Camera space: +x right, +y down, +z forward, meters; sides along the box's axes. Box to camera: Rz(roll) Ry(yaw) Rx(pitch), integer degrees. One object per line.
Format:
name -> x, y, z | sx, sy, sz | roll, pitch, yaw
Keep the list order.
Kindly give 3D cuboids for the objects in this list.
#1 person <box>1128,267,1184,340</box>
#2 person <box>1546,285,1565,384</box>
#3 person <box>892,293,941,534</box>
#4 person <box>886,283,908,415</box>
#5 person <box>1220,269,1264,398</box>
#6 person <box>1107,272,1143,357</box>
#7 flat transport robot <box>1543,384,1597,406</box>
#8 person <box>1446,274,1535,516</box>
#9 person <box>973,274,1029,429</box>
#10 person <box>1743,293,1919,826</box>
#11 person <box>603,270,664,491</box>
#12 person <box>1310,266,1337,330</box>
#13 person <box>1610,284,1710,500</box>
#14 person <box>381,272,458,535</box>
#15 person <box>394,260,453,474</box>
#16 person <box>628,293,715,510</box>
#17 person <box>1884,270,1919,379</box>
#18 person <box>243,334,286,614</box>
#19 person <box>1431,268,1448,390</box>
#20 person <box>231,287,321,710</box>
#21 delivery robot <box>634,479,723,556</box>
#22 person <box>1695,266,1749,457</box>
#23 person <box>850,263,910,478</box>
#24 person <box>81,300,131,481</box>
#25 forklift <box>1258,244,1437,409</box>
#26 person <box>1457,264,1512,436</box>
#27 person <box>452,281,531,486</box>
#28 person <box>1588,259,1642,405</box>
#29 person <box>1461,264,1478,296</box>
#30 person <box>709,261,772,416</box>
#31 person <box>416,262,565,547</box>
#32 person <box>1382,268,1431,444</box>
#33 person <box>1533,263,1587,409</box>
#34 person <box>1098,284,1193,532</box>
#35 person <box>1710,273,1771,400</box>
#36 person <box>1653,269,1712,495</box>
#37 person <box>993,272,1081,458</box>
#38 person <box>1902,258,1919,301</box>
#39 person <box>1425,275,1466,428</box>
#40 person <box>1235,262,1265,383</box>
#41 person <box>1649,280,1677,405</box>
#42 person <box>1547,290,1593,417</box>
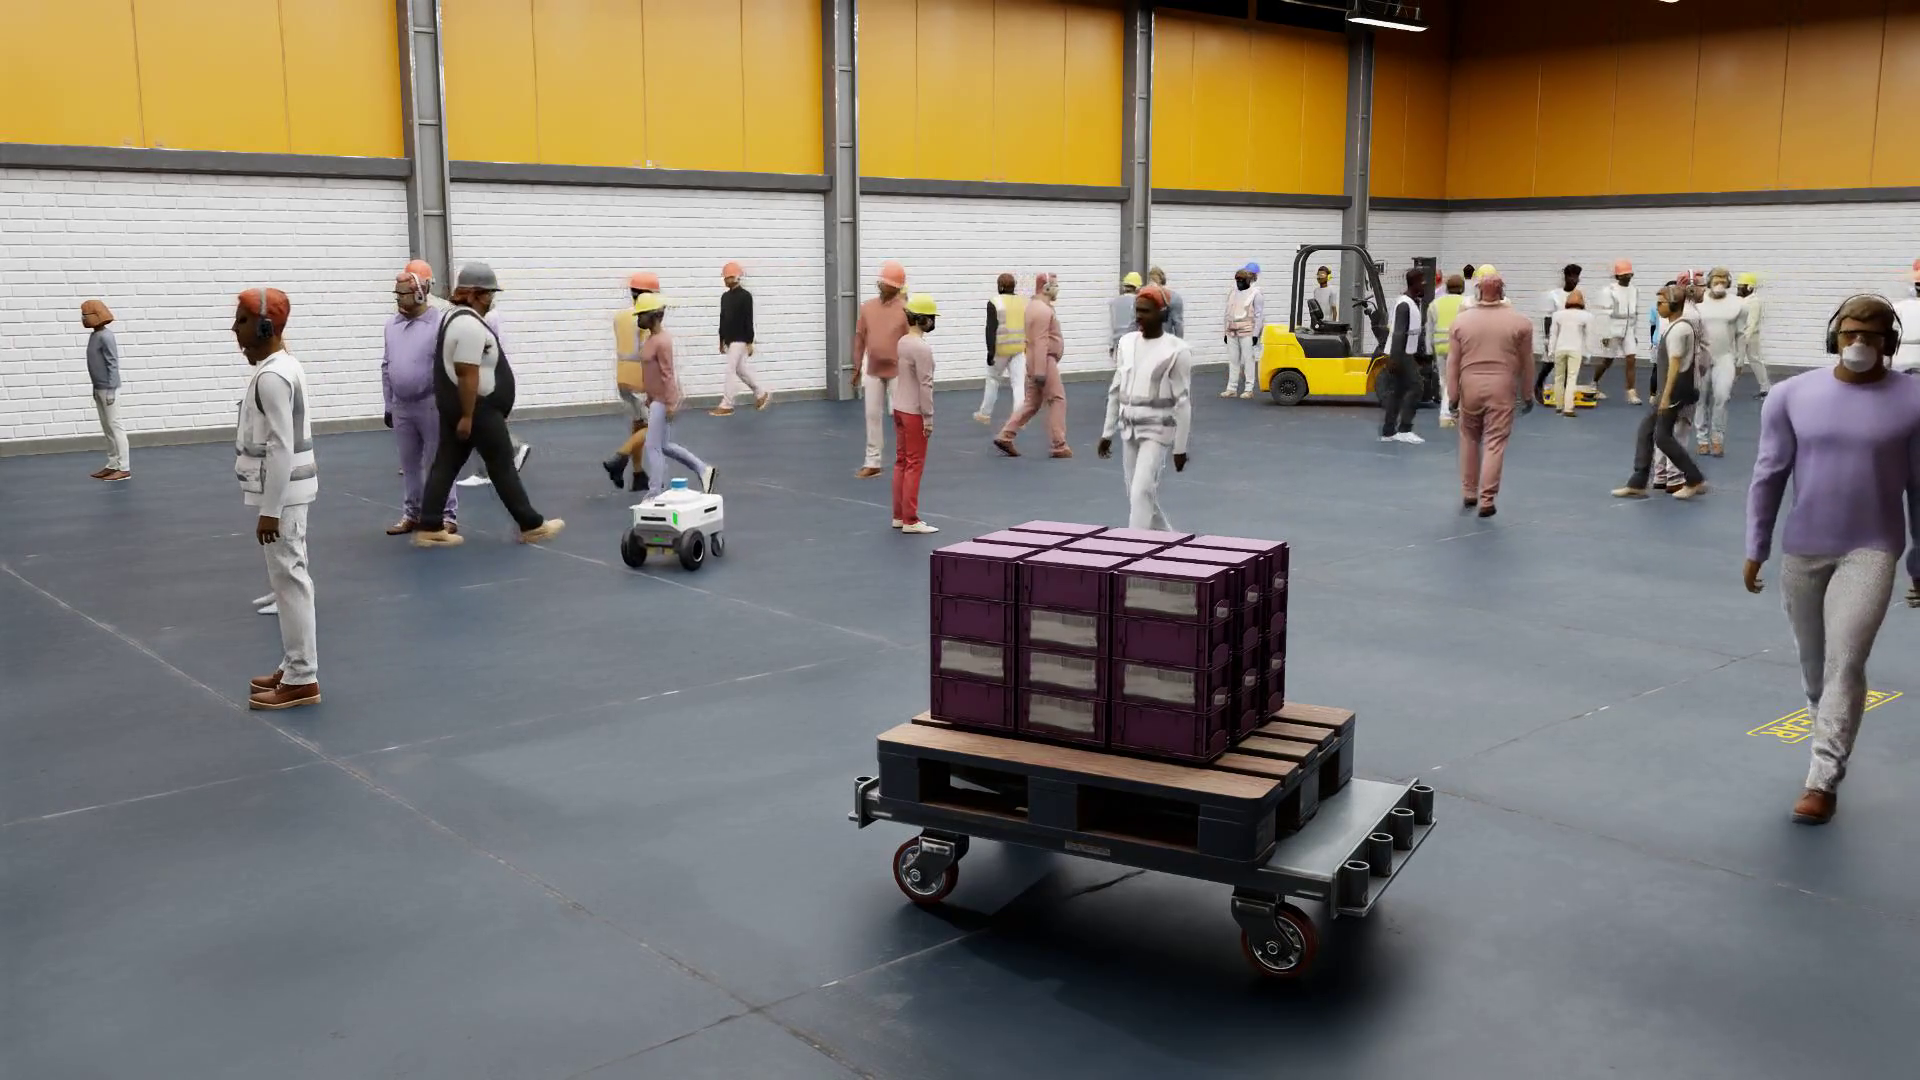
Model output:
person -> 2.318, -2.318, 19.959 | 0.643, 1.881, 1.039 | 6, 11, 30
person -> 8.594, -2.822, 23.713 | 0.401, 1.616, 0.505 | 7, 12, 35
person -> -0.309, -0.926, 12.192 | 0.348, 1.756, 0.518 | -4, 11, -23
person -> -0.801, -2.457, 21.276 | 0.489, 1.717, 0.735 | -1, 10, -3
person -> 4.017, -2.941, 23.753 | 0.429, 1.840, 0.624 | -9, 14, -44
person -> 2.196, -2.518, 21.330 | 0.592, 1.819, 0.418 | 8, 12, 38
flat transport robot -> 8.333, -1.986, 22.741 | 0.652, 0.197, 1.431 | 3, 10, 18
person -> 4.203, -1.154, 13.173 | 0.653, 1.872, 0.851 | 4, 11, 24
person -> 0.498, -2.229, 19.659 | 0.660, 1.803, 0.893 | -6, 11, -30
person -> 3.304, 0.027, 6.218 | 0.638, 1.900, 1.014 | 8, 12, 38
person -> -2.789, -1.337, 14.144 | 0.575, 1.912, 0.630 | 9, 13, 43
person -> 5.498, -3.218, 25.305 | 0.317, 1.861, 0.531 | -6, 11, -30
person -> 5.871, -1.221, 13.826 | 0.739, 1.792, 0.560 | 3, 10, 16
person -> -3.902, -0.965, 11.991 | 0.652, 1.904, 0.402 | 4, 10, 20
person -> -4.969, -1.591, 15.408 | 0.608, 1.989, 0.386 | 1, 10, 7
person -> -2.336, -1.120, 13.399 | 0.707, 1.741, 0.534 | -4, 11, -24
person -> 9.659, -1.779, 16.729 | 0.752, 1.908, 0.568 | -8, 13, -39
person -> -3.907, -0.407, 9.497 | 0.307, 1.638, 0.523 | -5, 11, -25
person -> 7.173, -3.168, 25.082 | 0.390, 1.838, 0.563 | -1, 10, -8
person -> -3.081, -0.186, 7.492 | 0.355, 1.884, 0.576 | -4, 10, -20
delivery robot -> -1.848, -0.162, 10.956 | 0.477, 0.478, 0.707 | 3, 10, 18
person -> 7.580, -1.789, 16.777 | 0.643, 1.909, 0.755 | 4, 10, 22
person -> -0.675, -1.526, 15.168 | 0.684, 1.968, 0.430 | 4, 10, 22
person -> -7.735, -1.349, 15.028 | 0.286, 1.631, 0.502 | -9, 13, -41
forklift -> 5.256, -2.933, 22.661 | 2.313, 2.155, 1.214 | 3, 10, 16
person -> 5.826, -2.097, 18.551 | 0.584, 1.927, 0.367 | 2, 10, 14
person -> -4.168, -1.432, 14.711 | 0.585, 1.909, 0.603 | -4, 11, -23
person -> 9.070, -2.879, 22.958 | 0.633, 2.001, 0.982 | -3, 10, -15
person -> 9.357, -4.143, 30.726 | 0.519, 1.861, 0.324 | 2, 10, 12
person -> -2.820, -2.578, 21.282 | 0.941, 1.962, 0.631 | -8, 12, -39
person -> -3.362, -0.967, 11.600 | 1.000, 2.000, 0.677 | -6, 11, -32
person -> 4.879, -1.984, 17.994 | 0.637, 1.893, 0.626 | 4, 10, 20
person -> 8.050, -2.739, 22.309 | 0.610, 1.933, 0.877 | -1, 10, -4
person -> 1.163, -0.640, 10.236 | 0.828, 1.857, 0.580 | -7, 12, -36
person -> 11.068, -2.862, 23.442 | 0.939, 1.792, 0.608 | 0, 10, 3
person -> 6.203, -1.352, 14.241 | 0.407, 1.910, 0.639 | 1, 10, 5
person -> 0.764, -1.741, 16.678 | 0.876, 1.887, 0.648 | -1, 10, -7
person -> 14.296, -3.181, 24.689 | 0.629, 1.993, 0.573 | 5, 11, 27
person -> 5.928, -2.254, 19.859 | 0.631, 1.788, 0.965 | 8, 13, 41
person -> 4.574, -3.445, 26.445 | 0.589, 1.930, 0.611 | -9, 13, -41
person -> 9.580, -2.658, 22.502 | 0.317, 1.696, 0.540 | -6, 12, -33
person -> 7.745, -2.361, 21.091 | 0.528, 1.586, 0.705 | 6, 11, 30
